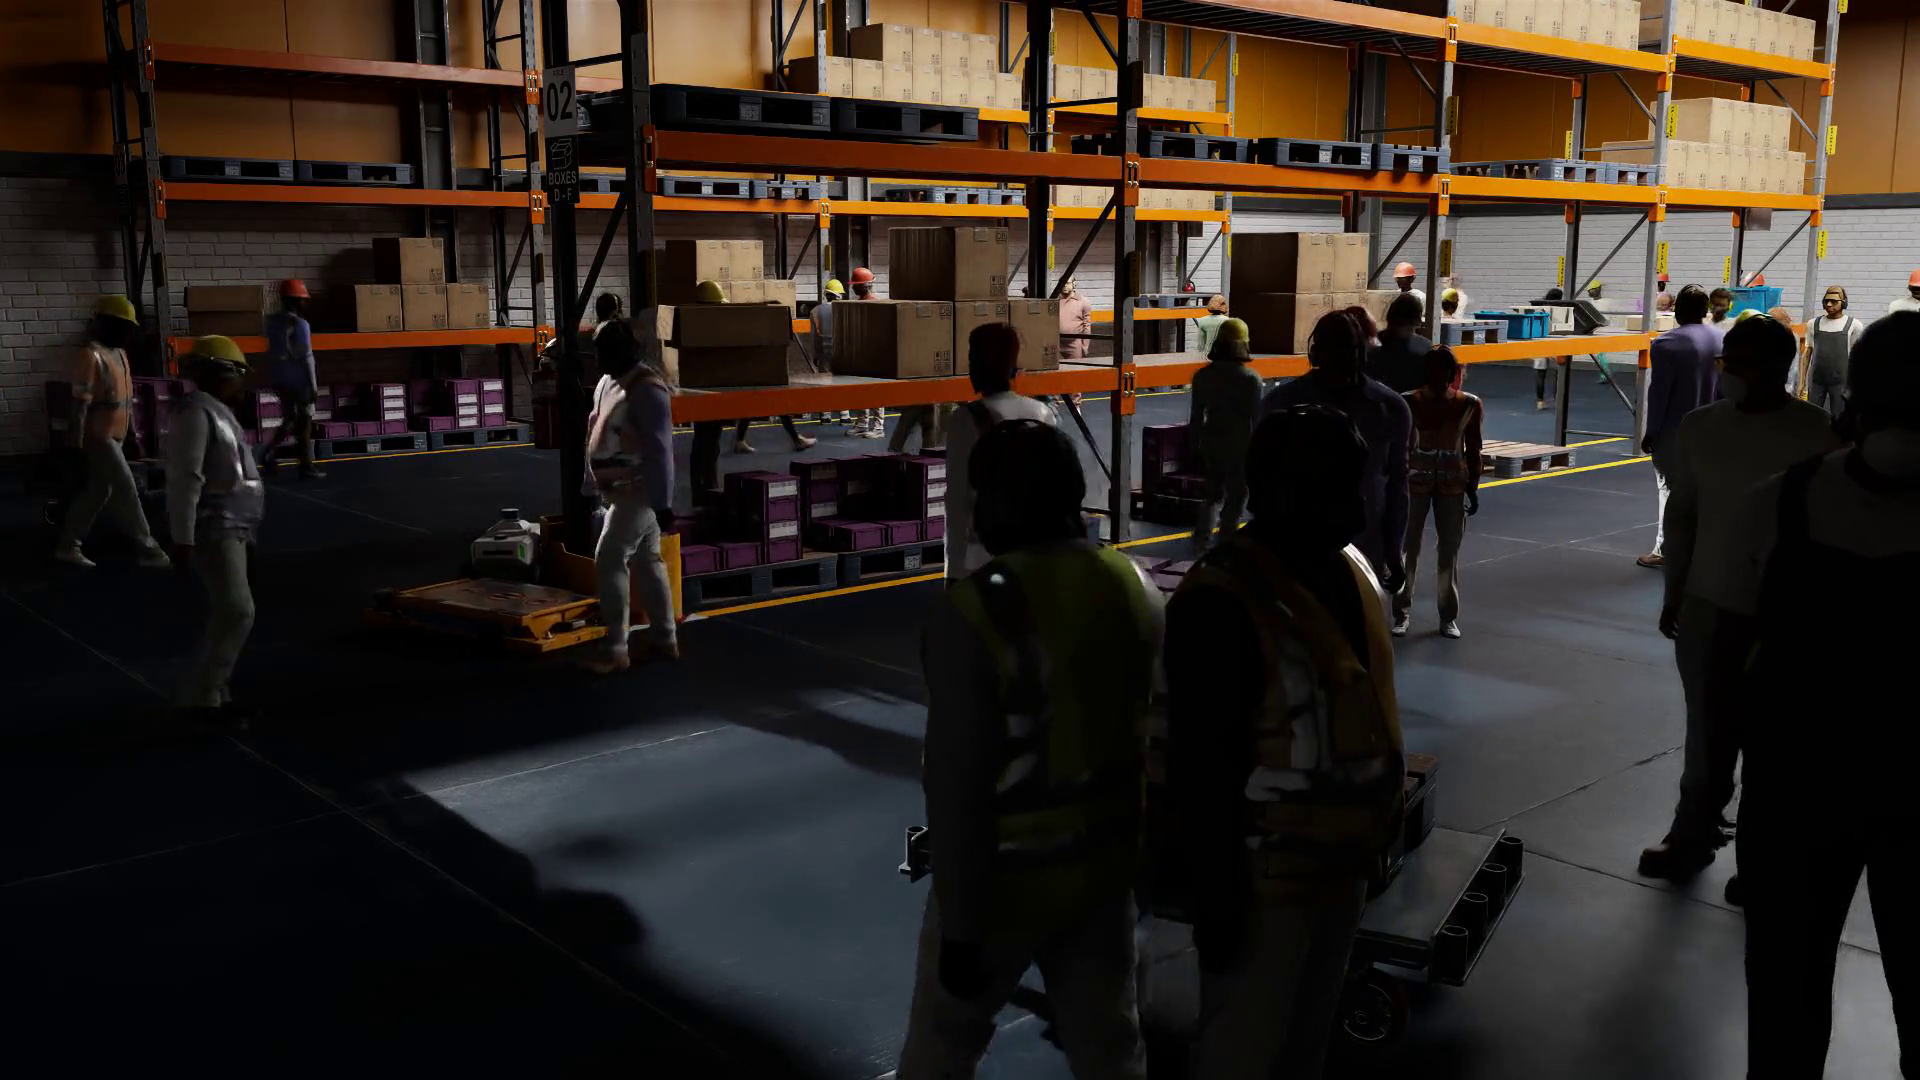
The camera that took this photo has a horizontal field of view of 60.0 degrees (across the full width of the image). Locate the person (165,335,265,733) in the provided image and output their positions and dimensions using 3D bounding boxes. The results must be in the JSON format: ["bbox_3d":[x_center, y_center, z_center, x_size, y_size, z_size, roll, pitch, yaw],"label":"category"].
[{"bbox_3d":[-3.342,-0.029,7.510,0.403,1.767,0.671,-3,10,-14],"label":"person"}]

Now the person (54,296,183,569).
[{"bbox_3d":[-5.812,-0.710,11.295,0.914,1.877,0.669,-1,10,-5],"label":"person"}]

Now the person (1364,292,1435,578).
[{"bbox_3d":[2.806,-0.662,10.849,0.652,1.891,0.569,2,10,11],"label":"person"}]

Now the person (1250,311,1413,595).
[{"bbox_3d":[1.493,0.039,6.705,0.642,1.909,0.399,0,10,3],"label":"person"}]

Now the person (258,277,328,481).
[{"bbox_3d":[-6.268,-1.490,15.593,0.570,1.925,0.556,6,11,30],"label":"person"}]

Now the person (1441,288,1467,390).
[{"bbox_3d":[5.469,-1.939,18.686,0.302,1.772,0.523,-8,12,-38],"label":"person"}]

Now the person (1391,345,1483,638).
[{"bbox_3d":[2.640,-0.269,9.288,0.521,1.640,0.306,2,10,10],"label":"person"}]

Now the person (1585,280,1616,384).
[{"bbox_3d":[10.627,-3.447,27.633,0.540,1.726,0.540,-3,10,-18],"label":"person"}]

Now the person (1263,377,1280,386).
[{"bbox_3d":[5.076,-3.477,27.270,0.588,1.914,0.392,-1,10,-6],"label":"person"}]

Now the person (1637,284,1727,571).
[{"bbox_3d":[4.896,-0.755,11.257,0.632,1.940,0.372,-3,10,-17],"label":"person"}]

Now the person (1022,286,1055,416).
[{"bbox_3d":[0.814,-1.733,17.275,0.389,1.839,0.563,7,12,35],"label":"person"}]

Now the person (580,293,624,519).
[{"bbox_3d":[-2.849,-1.115,13.751,0.482,1.814,0.939,5,11,26],"label":"person"}]

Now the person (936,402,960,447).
[{"bbox_3d":[-0.173,-1.423,16.061,0.283,1.631,0.503,8,13,40],"label":"person"}]

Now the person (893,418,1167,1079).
[{"bbox_3d":[0.078,0.648,3.431,0.662,1.798,0.920,-8,13,-40],"label":"person"}]

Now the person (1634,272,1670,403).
[{"bbox_3d":[9.962,-2.906,23.854,0.362,1.935,0.553,-5,11,-27],"label":"person"}]

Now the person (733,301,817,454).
[{"bbox_3d":[-2.031,-1.744,17.883,0.919,1.637,0.537,-4,11,-23],"label":"person"}]

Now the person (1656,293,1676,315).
[{"bbox_3d":[9.805,-2.641,23.250,0.737,1.616,0.533,-5,11,-28],"label":"person"}]

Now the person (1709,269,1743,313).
[{"bbox_3d":[12.102,-3.312,26.147,0.618,1.964,0.361,8,12,38],"label":"person"}]

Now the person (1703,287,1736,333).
[{"bbox_3d":[7.330,-1.534,16.116,0.518,1.843,0.701,7,12,35],"label":"person"}]

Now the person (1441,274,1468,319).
[{"bbox_3d":[7.086,-2.963,24.374,0.742,1.873,0.633,-6,12,-33],"label":"person"}]

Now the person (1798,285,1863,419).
[{"bbox_3d":[8.323,-1.508,15.940,0.516,1.844,0.329,8,13,41],"label":"person"}]

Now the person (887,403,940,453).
[{"bbox_3d":[-0.398,-1.030,13.121,0.673,1.847,0.565,-8,12,-38],"label":"person"}]

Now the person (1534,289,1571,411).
[{"bbox_3d":[8.224,-2.633,23.012,0.553,1.663,0.769,8,13,40],"label":"person"}]

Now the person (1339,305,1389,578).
[{"bbox_3d":[1.763,-0.158,7.857,0.549,1.908,0.923,-2,10,-13],"label":"person"}]

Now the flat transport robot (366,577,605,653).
[{"bbox_3d":[-2.615,0.401,9.366,1.431,0.197,0.652,6,12,33],"label":"flat transport robot"}]

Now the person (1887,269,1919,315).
[{"bbox_3d":[10.619,-2.024,18.547,0.608,1.987,0.391,3,10,20],"label":"person"}]

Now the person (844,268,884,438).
[{"bbox_3d":[-1.106,-2.185,19.483,0.399,1.987,0.612,-8,13,-40],"label":"person"}]

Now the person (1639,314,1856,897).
[{"bbox_3d":[2.627,0.220,5.555,0.362,1.936,0.631,-6,11,-32],"label":"person"}]

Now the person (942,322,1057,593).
[{"bbox_3d":[0.158,0.067,6.645,0.588,1.869,0.463,-9,13,-43],"label":"person"}]

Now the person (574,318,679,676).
[{"bbox_3d":[-1.766,-0.221,8.496,0.743,1.807,0.648,-5,11,-26],"label":"person"}]

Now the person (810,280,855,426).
[{"bbox_3d":[-1.580,-2.344,20.880,0.598,1.827,0.403,4,10,20],"label":"person"}]

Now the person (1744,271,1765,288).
[{"bbox_3d":[10.040,-2.433,21.120,0.386,1.932,0.545,-8,13,-40],"label":"person"}]

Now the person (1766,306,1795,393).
[{"bbox_3d":[8.495,-1.615,17.218,0.447,1.612,0.539,-1,10,-4],"label":"person"}]

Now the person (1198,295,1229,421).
[{"bbox_3d":[3.284,-2.320,21.312,0.498,1.634,0.281,6,12,33],"label":"person"}]

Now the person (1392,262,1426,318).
[{"bbox_3d":[5.831,-2.627,21.921,0.389,2.039,0.616,-7,12,-35],"label":"person"}]

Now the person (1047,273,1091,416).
[{"bbox_3d":[1.397,-2.562,21.932,0.642,1.909,0.408,2,10,11],"label":"person"}]

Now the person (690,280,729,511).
[{"bbox_3d":[-2.038,-1.138,13.531,0.363,1.928,0.587,-6,11,-30],"label":"person"}]

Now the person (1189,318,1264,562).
[{"bbox_3d":[1.756,-0.582,10.861,0.488,1.728,0.351,8,12,38],"label":"person"}]

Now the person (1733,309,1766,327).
[{"bbox_3d":[5.342,-0.687,11.362,0.310,1.770,0.522,-2,10,-13],"label":"person"}]

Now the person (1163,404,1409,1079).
[{"bbox_3d":[0.664,0.647,3.335,0.429,1.842,0.635,8,12,39],"label":"person"}]

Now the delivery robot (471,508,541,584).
[{"bbox_3d":[-2.785,0.046,10.338,0.477,0.478,0.707,0,10,-1],"label":"delivery robot"}]
